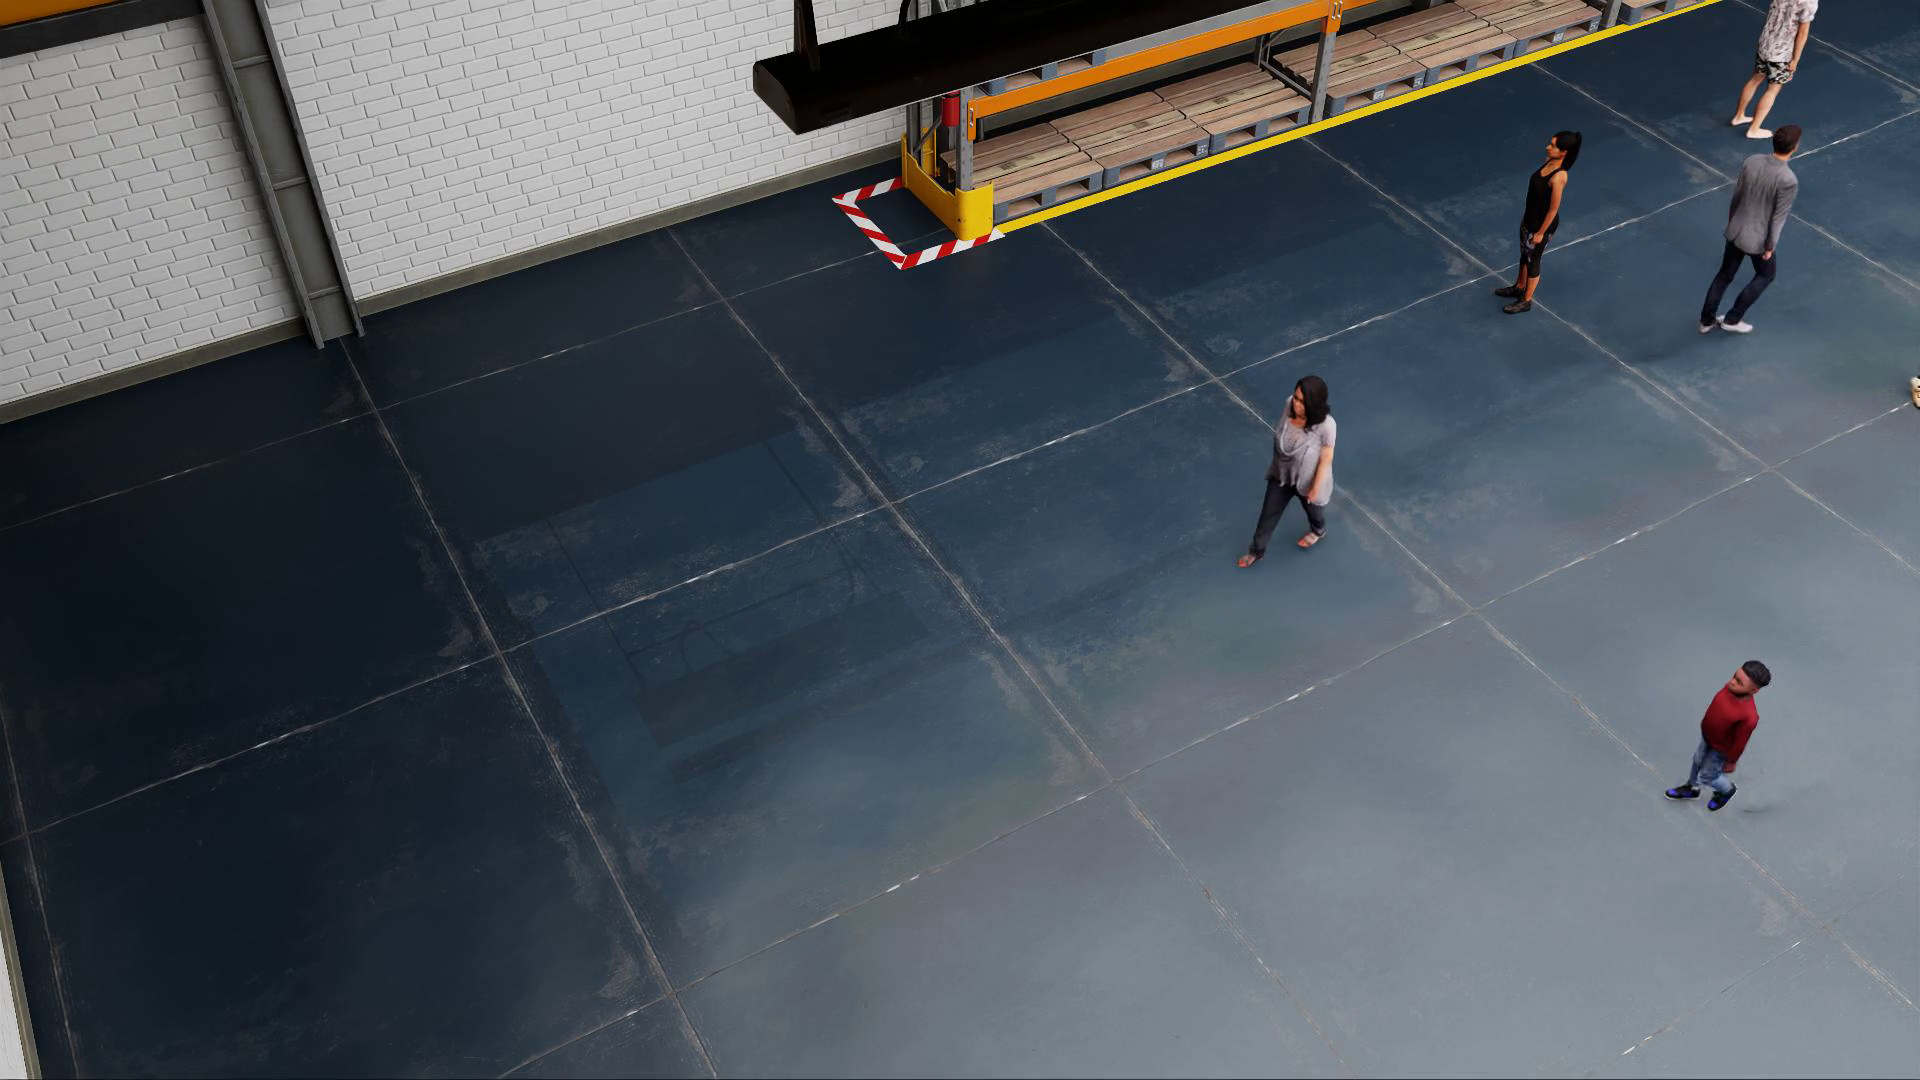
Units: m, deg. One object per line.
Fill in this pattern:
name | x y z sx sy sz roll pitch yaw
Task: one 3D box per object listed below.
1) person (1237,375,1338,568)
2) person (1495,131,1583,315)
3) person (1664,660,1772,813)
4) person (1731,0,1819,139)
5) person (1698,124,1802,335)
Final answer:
person | 2.408 -0.507 11.468 1.058 1.571 0.745 -29 51 -27
person | 4.754 -2.622 13.623 0.664 1.660 0.655 0 44 0
person | 4.611 1.179 9.933 0.693 1.247 0.626 -3 44 -4
person | 7.711 -4.667 15.661 0.635 1.811 0.713 -13 45 -13
person | 6.248 -2.407 13.257 0.668 1.854 0.712 -19 47 -19
